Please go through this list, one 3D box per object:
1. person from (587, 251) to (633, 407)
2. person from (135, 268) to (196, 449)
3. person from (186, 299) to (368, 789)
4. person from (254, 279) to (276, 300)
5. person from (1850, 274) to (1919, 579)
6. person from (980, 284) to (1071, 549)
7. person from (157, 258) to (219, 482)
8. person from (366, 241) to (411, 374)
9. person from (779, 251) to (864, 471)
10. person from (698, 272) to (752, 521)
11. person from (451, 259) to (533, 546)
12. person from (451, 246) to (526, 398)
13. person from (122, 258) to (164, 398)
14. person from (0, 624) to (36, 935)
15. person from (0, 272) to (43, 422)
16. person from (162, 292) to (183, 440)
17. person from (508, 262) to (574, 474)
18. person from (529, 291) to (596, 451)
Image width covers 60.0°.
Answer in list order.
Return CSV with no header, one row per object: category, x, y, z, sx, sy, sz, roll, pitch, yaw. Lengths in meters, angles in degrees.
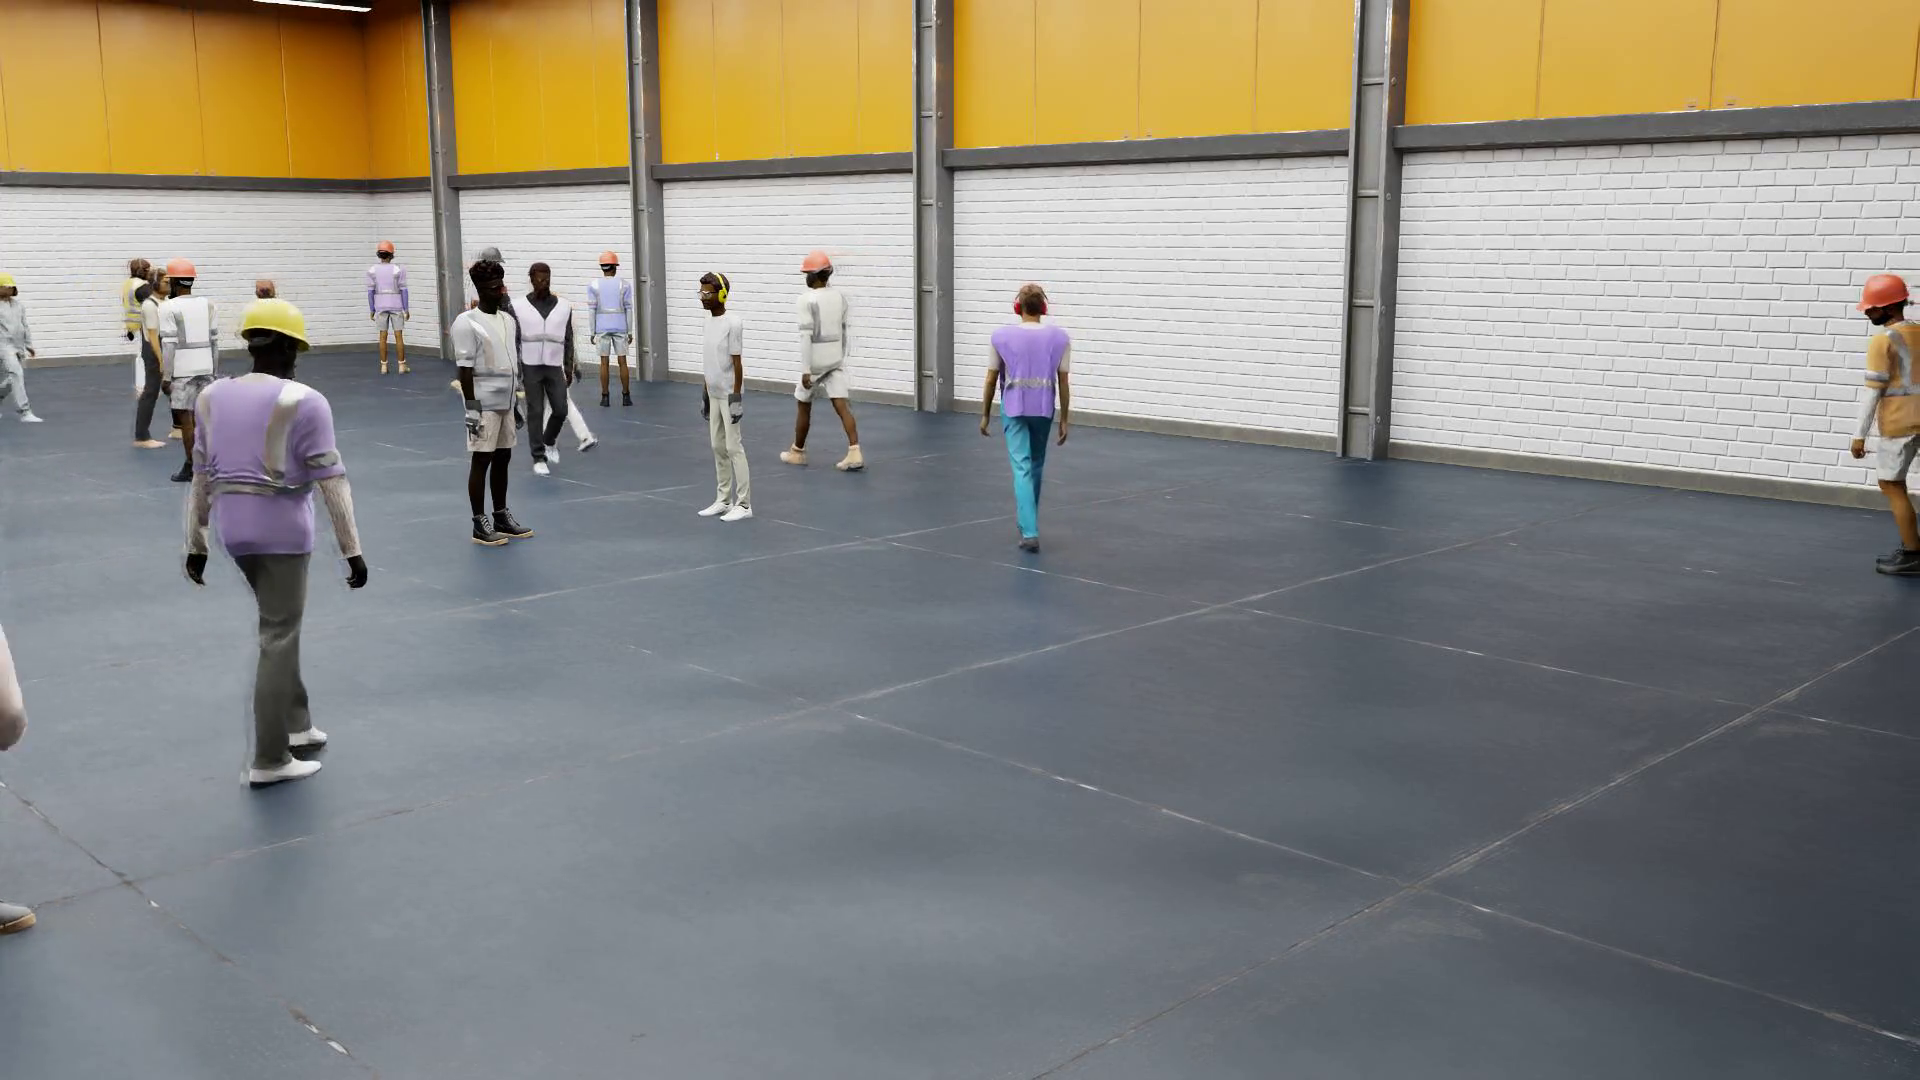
person,-4.362,-2.631,20.782,0.547,1.934,0.376,-2,11,-12
person,-7.831,-1.790,16.544,0.958,1.799,0.541,0,10,-3
person,-2.706,-0.004,6.605,0.728,1.873,0.744,3,11,18
person,-8.142,-2.285,19.758,0.537,1.623,0.517,-4,11,-23
person,5.860,-0.708,10.403,0.560,1.890,0.581,-7,13,-34
person,0.464,-0.858,11.502,0.585,1.800,0.969,-2,11,-10
person,-6.696,-1.470,14.444,0.362,1.938,0.545,5,12,28
person,-8.810,-3.583,25.670,0.605,2.045,0.378,-1,10,-6
person,-1.252,-1.621,15.138,1.079,1.991,0.625,10,14,44
person,-1.786,-1.071,12.499,0.328,1.861,0.507,-8,13,-38
person,-3.248,-0.956,11.559,0.367,1.966,0.607,3,11,18
person,-6.234,-2.867,21.776,0.951,2.000,0.682,-2,11,-11
person,-10.670,-2.779,21.881,0.544,1.824,0.646,-8,13,-38
person,-3.218,0.222,5.159,0.650,1.970,0.624,0,10,1
person,-10.933,-2.207,19.066,0.790,1.717,0.489,2,11,12
person,-8.135,-1.889,17.378,0.530,1.697,0.321,-9,13,-39
person,-3.782,-1.554,15.020,0.594,1.904,0.503,-6,12,-28
person,-3.957,-1.674,16.482,0.846,1.595,0.532,4,11,21
